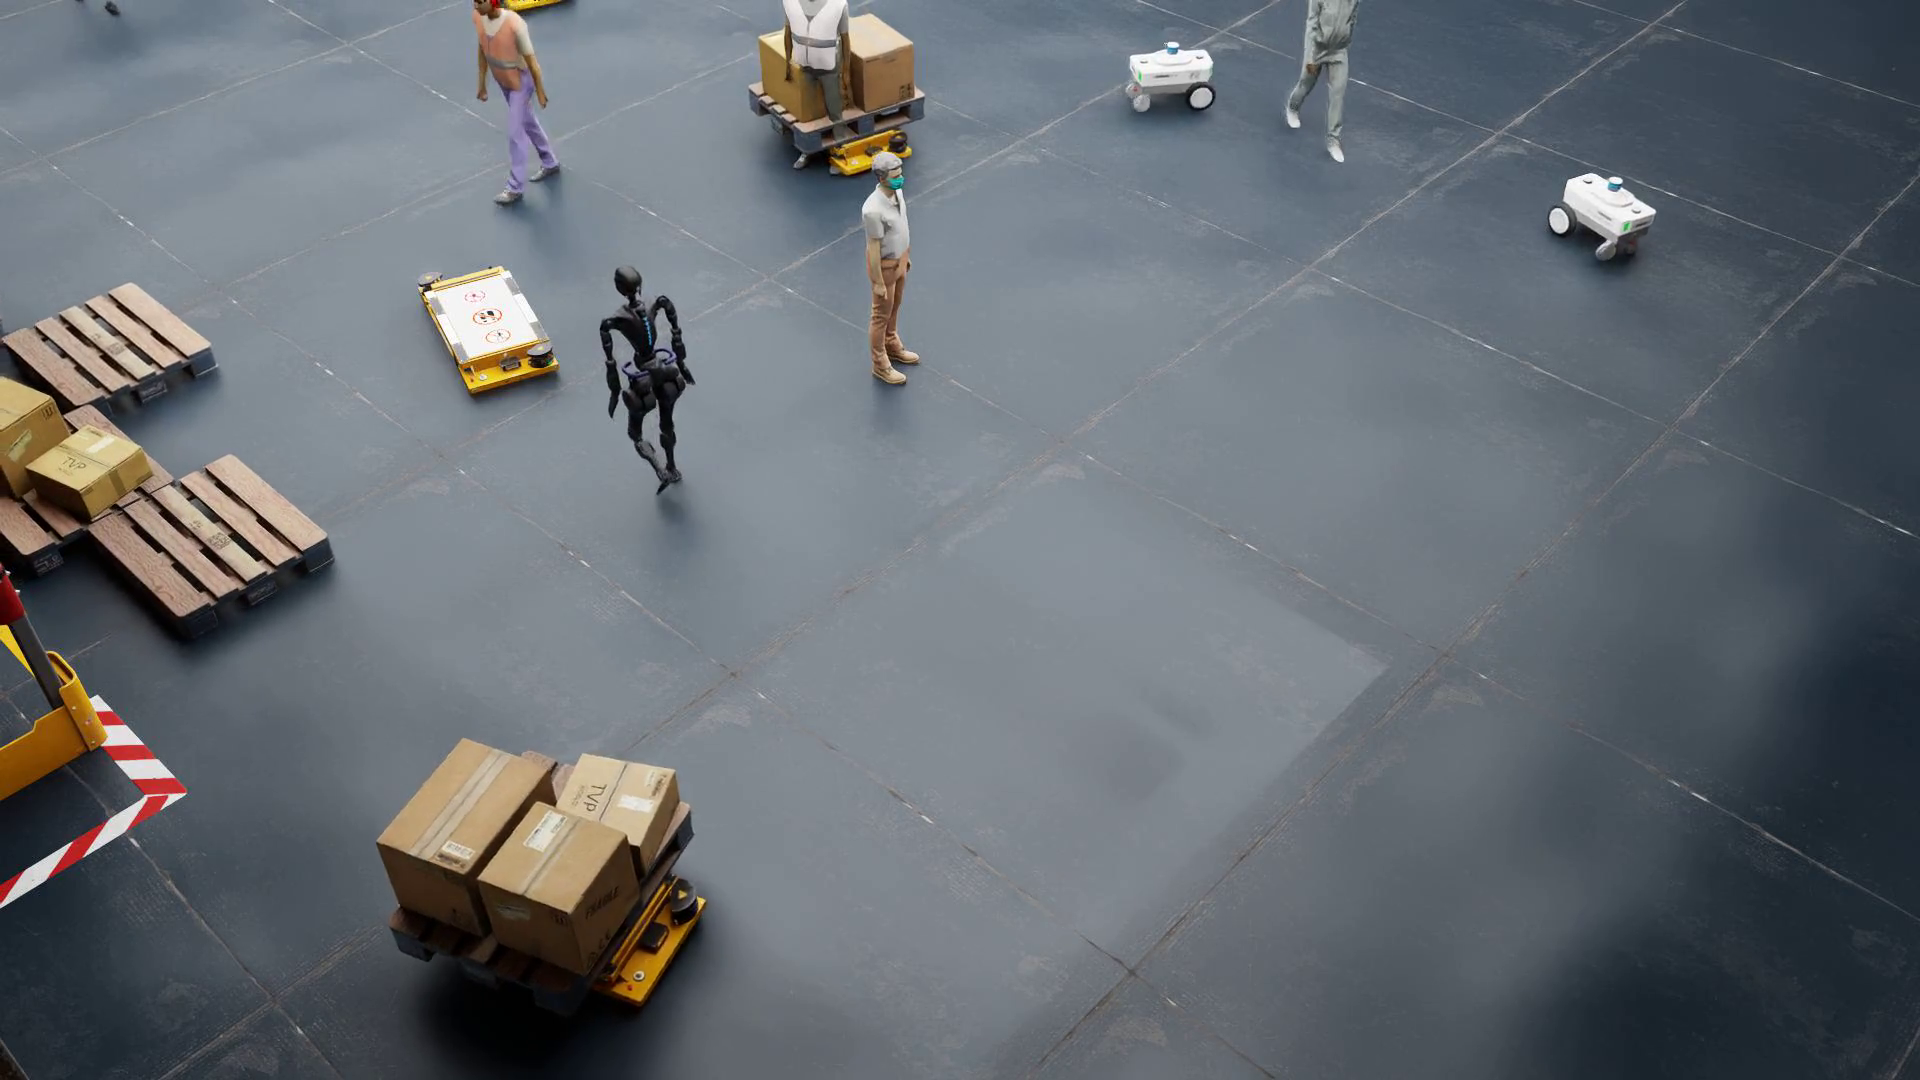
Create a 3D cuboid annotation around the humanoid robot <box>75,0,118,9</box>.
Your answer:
[{"bbox_3d":[-8.691,-5.977,16.164,0.609,1.611,0.809,-29,49,-28],"label":"humanoid robot"}]

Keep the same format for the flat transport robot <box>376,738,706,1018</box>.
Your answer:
[{"bbox_3d":[-2.084,1.842,8.479,1.431,0.231,0.659,16,44,17],"label":"flat transport robot"}]

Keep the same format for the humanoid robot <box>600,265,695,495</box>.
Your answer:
[{"bbox_3d":[-1.938,-1.000,10.583,0.609,1.640,0.431,-29,50,-29],"label":"humanoid robot"}]

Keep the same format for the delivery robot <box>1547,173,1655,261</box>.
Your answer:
[{"bbox_3d":[5.104,-2.604,13.221,0.510,0.614,0.785,-20,46,-21],"label":"delivery robot"}]

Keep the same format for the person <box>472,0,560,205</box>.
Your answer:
[{"bbox_3d":[-3.688,-3.631,13.411,0.565,1.805,0.858,31,51,30],"label":"person"}]

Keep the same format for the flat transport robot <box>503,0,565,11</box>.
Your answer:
[{"bbox_3d":[-4.468,-5.797,16.969,0.659,0.231,1.431,-20,46,-21],"label":"flat transport robot"}]

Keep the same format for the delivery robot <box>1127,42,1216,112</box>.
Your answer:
[{"bbox_3d":[1.925,-4.172,14.964,0.791,0.614,0.499,-7,42,-7],"label":"delivery robot"}]

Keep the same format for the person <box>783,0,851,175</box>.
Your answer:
[{"bbox_3d":[-1.164,-3.905,13.690,0.567,1.840,0.374,11,43,12],"label":"person"}]

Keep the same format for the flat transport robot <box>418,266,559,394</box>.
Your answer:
[{"bbox_3d":[-3.509,-1.604,12.309,0.659,0.231,1.431,-19,45,-20],"label":"flat transport robot"}]

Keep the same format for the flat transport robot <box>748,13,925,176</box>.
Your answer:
[{"bbox_3d":[-1.073,-3.642,14.574,0.659,0.231,1.431,-24,47,-24],"label":"flat transport robot"}]

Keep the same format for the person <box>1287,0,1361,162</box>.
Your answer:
[{"bbox_3d":[3.093,-4.159,14.079,0.494,1.711,0.851,-9,43,-10],"label":"person"}]

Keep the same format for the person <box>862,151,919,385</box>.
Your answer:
[{"bbox_3d":[-0.485,-1.896,11.528,0.320,1.748,0.471,15,44,16],"label":"person"}]
